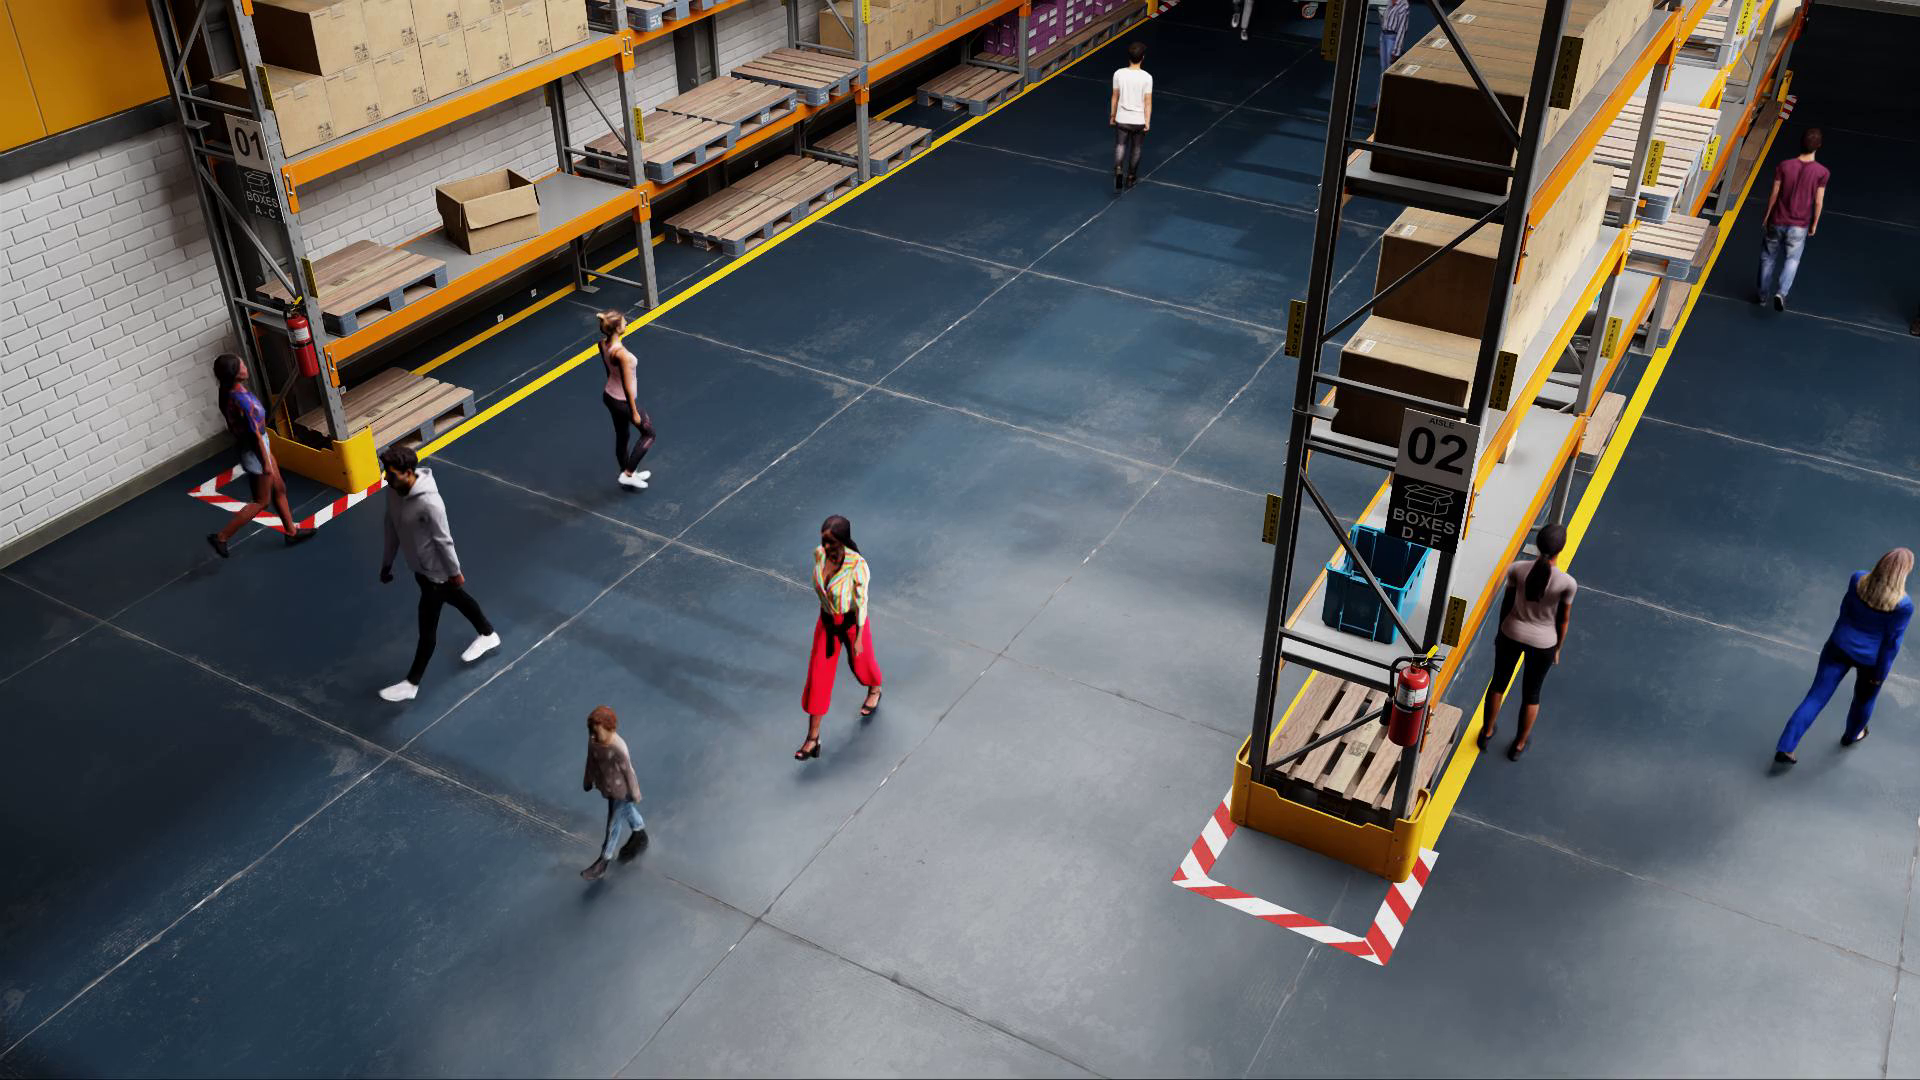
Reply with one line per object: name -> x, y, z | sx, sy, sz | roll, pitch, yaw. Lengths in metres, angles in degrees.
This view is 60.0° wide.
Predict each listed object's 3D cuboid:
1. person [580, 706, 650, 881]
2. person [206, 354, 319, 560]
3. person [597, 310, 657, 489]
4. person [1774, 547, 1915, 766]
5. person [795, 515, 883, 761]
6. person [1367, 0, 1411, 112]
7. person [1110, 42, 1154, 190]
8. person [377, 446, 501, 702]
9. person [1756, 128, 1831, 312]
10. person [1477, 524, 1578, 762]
person -> -2.052, 1.466, 10.098 | 0.607, 1.173, 0.813 | 27, 42, 34
person -> -5.483, -0.599, 12.713 | 1.132, 1.717, 0.856 | -23, 40, -31
person -> -2.812, -1.106, 13.550 | 0.676, 1.635, 0.652 | -25, 41, -32
person -> 5.686, 0.783, 10.678 | 1.217, 1.667, 0.949 | -21, 39, -29
person -> -0.707, 0.568, 10.939 | 0.611, 1.738, 1.147 | 16, 37, 23
person -> 5.524, -6.322, 21.253 | 0.756, 1.795, 0.692 | -8, 34, -11
person -> 1.941, -4.826, 19.082 | 0.750, 1.706, 0.955 | 10, 35, 15
person -> -3.557, 0.144, 11.464 | 0.841, 1.862, 1.311 | 25, 41, 33
person -> 8.155, -3.111, 16.387 | 0.656, 1.833, 0.865 | 18, 38, 25
person -> 3.675, 0.659, 10.794 | 0.586, 1.745, 0.523 | 16, 37, 23
